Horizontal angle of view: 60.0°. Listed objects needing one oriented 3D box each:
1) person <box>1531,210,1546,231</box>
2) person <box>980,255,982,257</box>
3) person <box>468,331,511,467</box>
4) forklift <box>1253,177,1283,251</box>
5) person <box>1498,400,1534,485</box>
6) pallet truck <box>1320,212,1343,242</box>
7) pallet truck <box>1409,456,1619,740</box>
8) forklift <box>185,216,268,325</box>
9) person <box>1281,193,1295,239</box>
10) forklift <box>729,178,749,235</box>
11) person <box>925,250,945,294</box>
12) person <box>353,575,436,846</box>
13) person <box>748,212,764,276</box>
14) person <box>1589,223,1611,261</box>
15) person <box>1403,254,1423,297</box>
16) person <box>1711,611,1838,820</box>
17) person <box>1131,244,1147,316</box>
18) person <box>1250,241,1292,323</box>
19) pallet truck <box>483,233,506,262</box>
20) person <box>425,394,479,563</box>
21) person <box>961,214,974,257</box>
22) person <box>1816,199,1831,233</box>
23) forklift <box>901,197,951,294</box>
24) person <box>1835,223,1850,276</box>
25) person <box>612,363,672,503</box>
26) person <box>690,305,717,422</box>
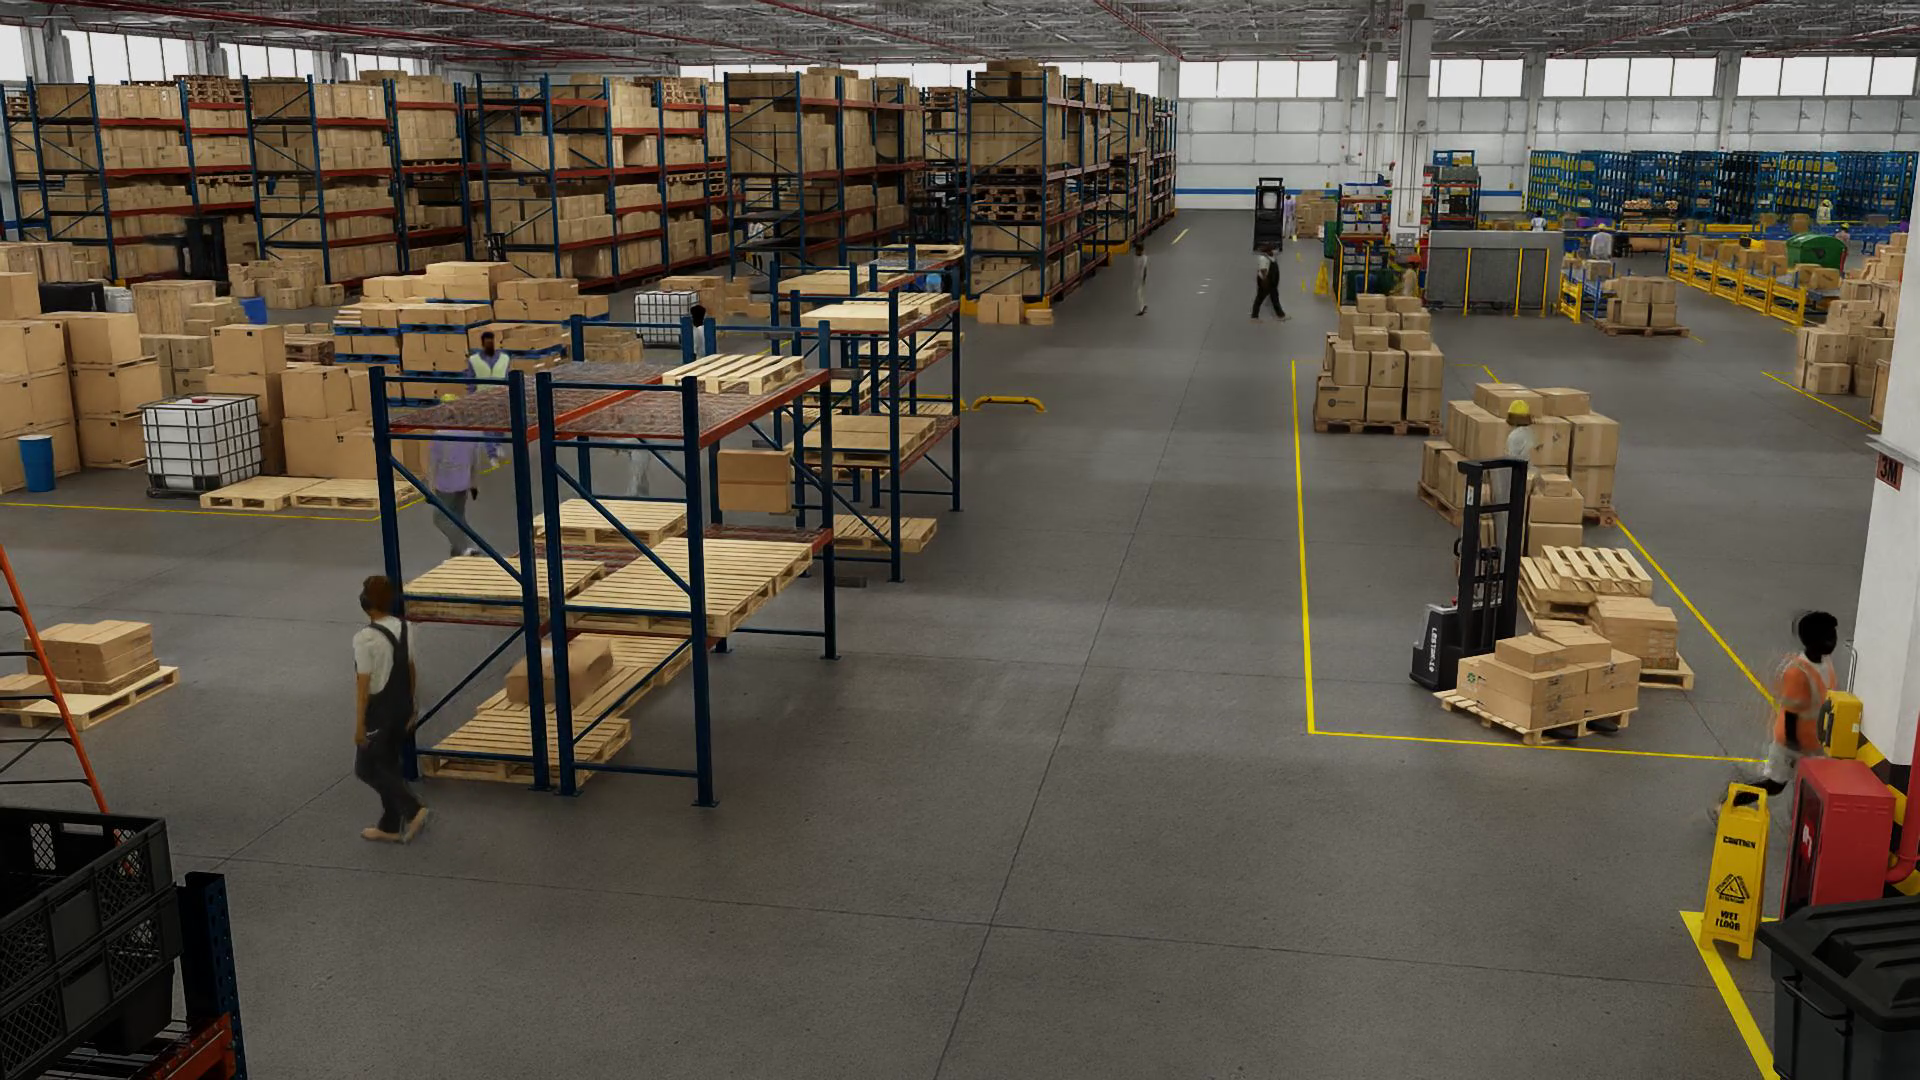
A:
[{"bbox_3d":[21.774,-11.571,62.658,0.545,1.684,0.327,4,14,14],"label":"person"},{"bbox_3d":[0.839,-9.279,53.316,0.535,1.697,0.318,-8,16,-28],"label":"person"},{"bbox_3d":[-6.581,-1.995,23.326,0.604,1.905,0.553,-8,16,-28],"label":"person"},{"bbox_3d":[12.083,-12.747,64.956,1.129,2.768,1.873,3,14,10],"label":"forklift"},{"bbox_3d":[6.083,-0.694,18.405,0.577,1.720,0.508,13,19,43],"label":"person"},{"bbox_3d":[15.874,-13.227,70.310,0.680,1.201,1.601,10,17,35],"label":"pallet truck"},{"bbox_3d":[4.504,0.400,13.395,0.823,1.965,1.885,-6,15,-23],"label":"pallet truck"},{"bbox_3d":[-15.997,-5.511,35.579,1.873,2.768,1.129,3,14,10],"label":"forklift"},{"bbox_3d":[14.243,-14.078,72.300,0.631,1.939,0.369,4,14,14],"label":"person"},{"bbox_3d":[-9.620,-14.465,71.930,1.129,2.768,1.873,3,14,10],"label":"forklift"},{"bbox_3d":[-0.650,-6.540,42.215,0.548,1.674,0.508,1,14,5],"label":"person"},{"bbox_3d":[-3.696,1.129,10.791,0.512,1.824,0.542,5,15,18],"label":"person"},{"bbox_3d":[-6.592,-9.534,53.634,0.606,2.045,0.389,12,18,39],"label":"person"},{"bbox_3d":[19.858,-8.924,51.617,0.625,1.816,0.467,3,14,12],"label":"person"},{"bbox_3d":[10.139,-5.441,37.282,0.422,1.922,0.542,5,15,20],"label":"person"},{"bbox_3d":[5.333,1.241,10.667,0.531,1.673,0.815,-10,17,-34],"label":"person"},{"bbox_3d":[4.553,-6.582,42.095,0.582,1.826,0.567,-9,16,-32],"label":"person"},{"bbox_3d":[7.574,-6.288,40.463,1.002,2.000,0.687,10,17,35],"label":"person"},{"bbox_3d":[-11.832,-7.026,43.548,1.885,1.965,0.823,8,16,28],"label":"pallet truck"},{"bbox_3d":[-5.376,-0.598,17.624,0.600,1.906,0.623,10,17,36],"label":"person"},{"bbox_3d":[0.213,-11.272,61.619,0.868,1.580,0.527,11,18,38],"label":"person"},{"bbox_3d":[35.703,-13.149,68.743,0.404,1.830,0.601,-7,15,-26],"label":"person"},{"bbox_3d":[-0.960,-8.091,46.055,1.129,2.768,1.873,3,14,10],"label":"forklift"},{"bbox_3d":[27.891,-9.137,52.611,0.338,1.758,0.528,-6,15,-25],"label":"person"},{"bbox_3d":[-3.792,-1.174,19.987,0.642,1.897,0.963,9,16,32],"label":"person"},{"bbox_3d":[-4.040,-2.701,26.078,0.385,1.957,0.605,8,16,30],"label":"person"}]
